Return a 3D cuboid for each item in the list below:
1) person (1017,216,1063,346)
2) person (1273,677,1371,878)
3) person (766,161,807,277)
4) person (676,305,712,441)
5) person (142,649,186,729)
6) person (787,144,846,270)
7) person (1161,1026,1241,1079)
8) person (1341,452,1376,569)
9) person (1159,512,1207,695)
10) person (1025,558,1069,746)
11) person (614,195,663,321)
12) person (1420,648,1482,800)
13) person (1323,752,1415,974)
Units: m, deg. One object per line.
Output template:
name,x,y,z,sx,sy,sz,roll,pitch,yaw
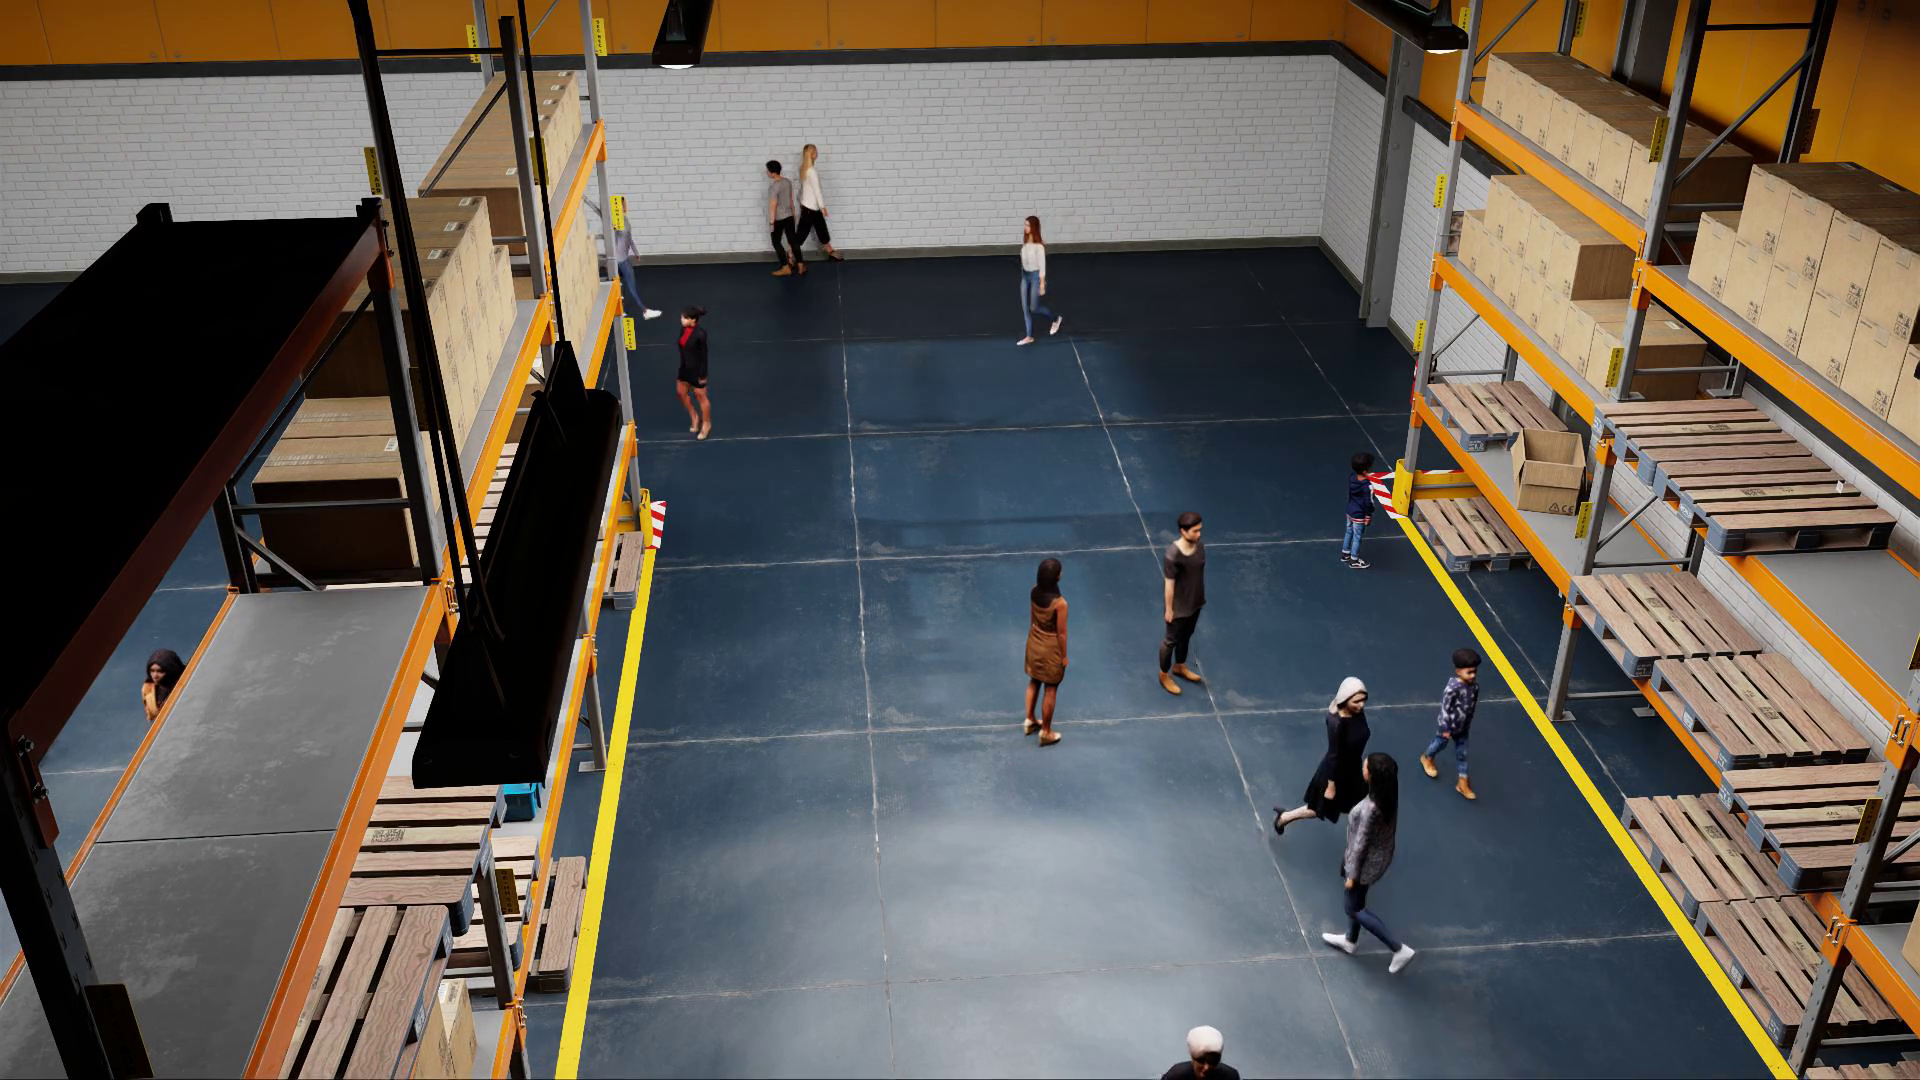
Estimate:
person,1.014,-3.355,21.467,0.873,1.714,0.914,-16,32,-26
person,2.700,1.719,12.162,1.129,1.716,1.022,25,38,38
person,-2.499,-4.589,23.762,0.888,1.682,0.809,23,36,35
person,-2.962,-1.917,18.919,0.720,1.629,0.784,24,37,37
person,-5.807,1.535,12.515,0.772,1.702,0.829,1,29,1
person,-2.226,-4.723,23.876,0.932,1.808,1.184,-11,30,-19
person,1.244,3.354,9.376,0.847,1.743,1.097,2,29,3
person,3.924,-0.306,16.392,0.617,1.221,0.485,-9,30,-16
person,1.928,0.502,14.395,0.745,1.714,0.703,25,38,38
person,0.711,0.908,13.682,0.705,1.684,0.612,-20,35,-33
person,-4.618,-3.753,22.205,0.810,1.706,1.012,2,29,3
person,3.905,1.412,13.233,0.590,1.229,0.858,-8,30,-15
person,2.833,2.215,11.254,1.009,1.714,0.962,21,35,33
